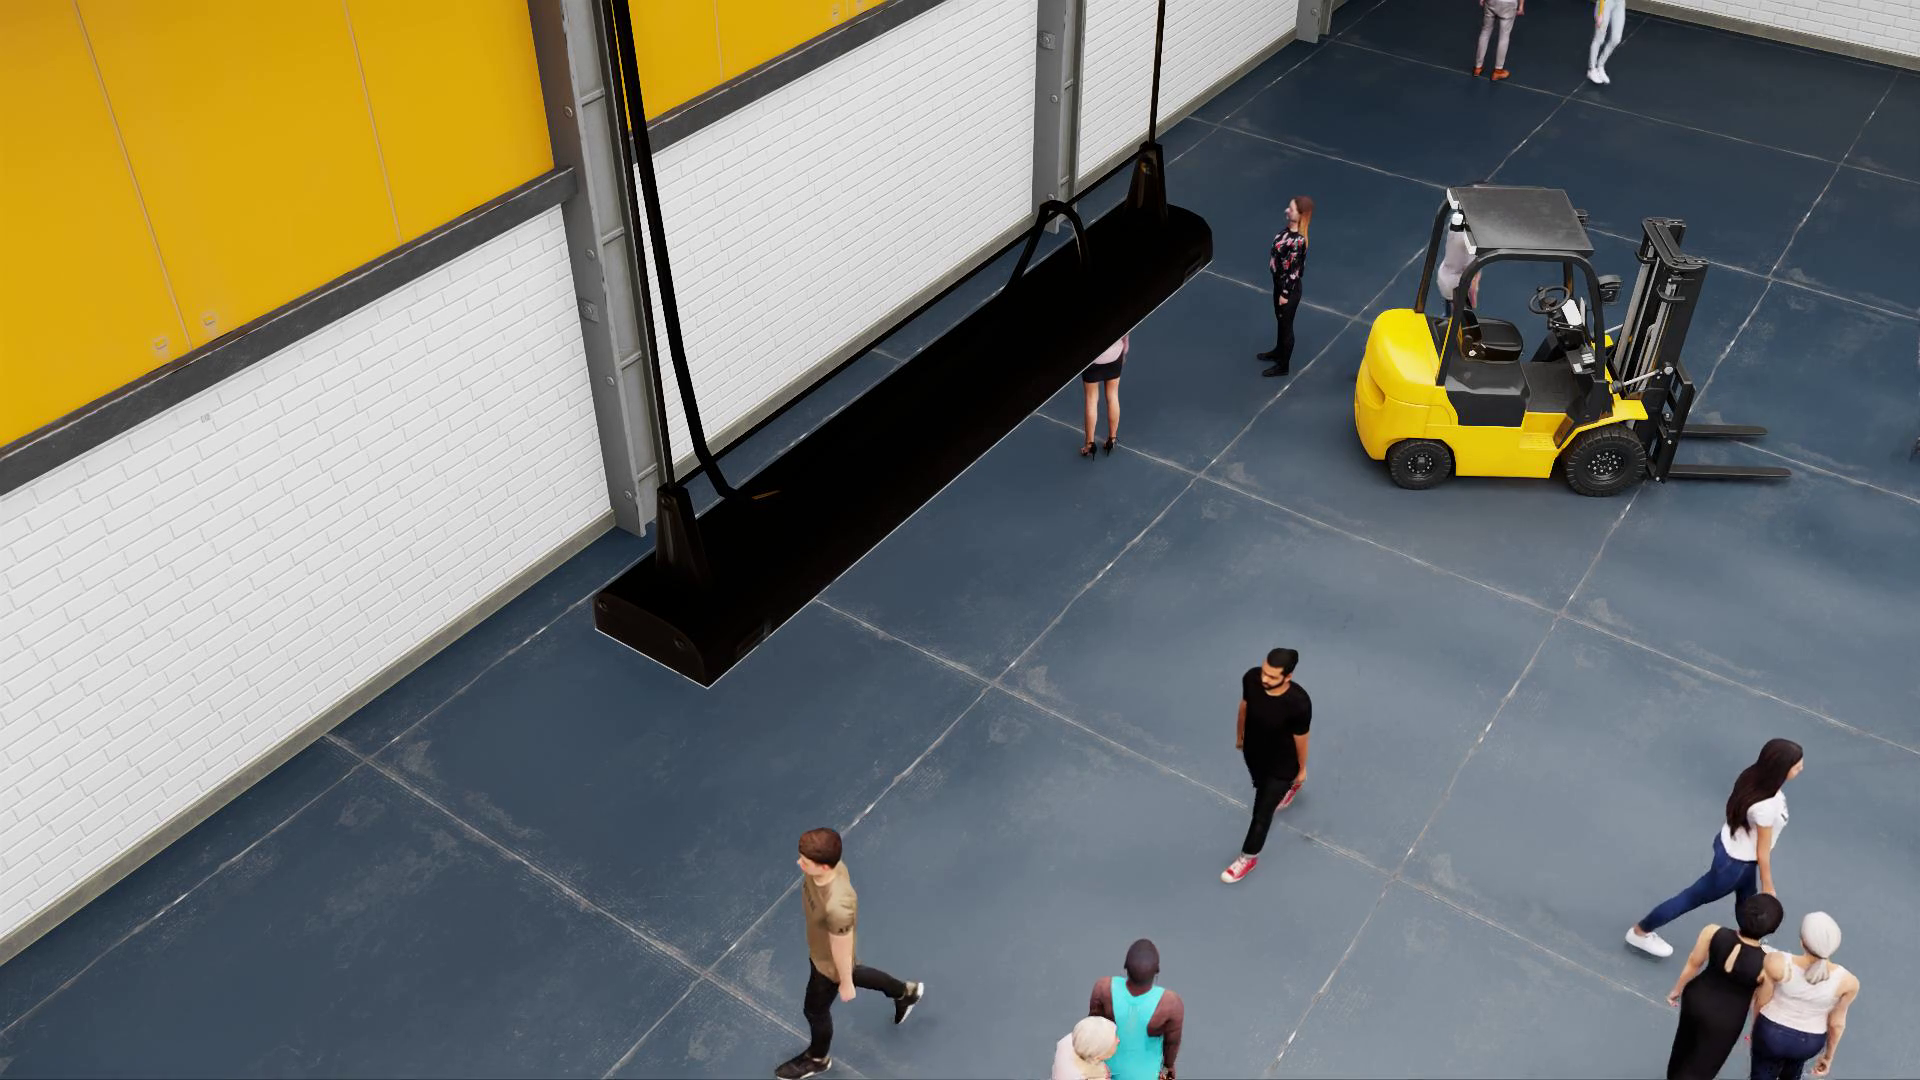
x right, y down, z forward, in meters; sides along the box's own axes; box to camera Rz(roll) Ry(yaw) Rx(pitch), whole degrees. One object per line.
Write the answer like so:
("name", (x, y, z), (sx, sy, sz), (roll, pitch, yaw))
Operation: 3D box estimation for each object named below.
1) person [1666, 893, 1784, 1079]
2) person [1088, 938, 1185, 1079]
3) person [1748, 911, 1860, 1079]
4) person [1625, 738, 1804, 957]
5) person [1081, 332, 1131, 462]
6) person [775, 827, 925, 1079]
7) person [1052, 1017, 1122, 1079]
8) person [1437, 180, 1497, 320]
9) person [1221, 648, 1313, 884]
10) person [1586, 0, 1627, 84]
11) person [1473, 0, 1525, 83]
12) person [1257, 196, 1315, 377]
("person", (3.835, 2.469, 8.537), (0.984, 1.577, 0.754), (-25, 45, -28))
("person", (0.798, 2.633, 8.151), (0.753, 1.802, 0.805), (9, 39, 11))
("person", (4.113, 2.578, 8.326), (0.795, 1.670, 1.062), (14, 41, 17))
("person", (4.210, 1.782, 9.281), (0.844, 1.721, 1.123), (15, 41, 18))
("person", (1.134, -1.428, 13.229), (0.680, 1.811, 0.752), (-8, 39, -10))
("person", (-0.590, 2.142, 8.743), (1.226, 1.830, 1.078), (-12, 40, -15))
("person", (0.485, 2.836, 7.995), (0.875, 1.679, 0.815), (-6, 39, -8))
("person", (4.155, -2.197, 14.140), (0.904, 1.875, 0.837), (-4, 39, -5))
("person", (1.919, 1.240, 9.962), (1.207, 1.719, 0.801), (-30, 48, -32))
("person", (7.440, -6.157, 19.208), (0.677, 1.739, 0.751), (-11, 40, -13))
("person", (6.265, -6.247, 19.247), (0.706, 1.831, 0.573), (28, 46, 30))
("person", (2.819, -2.194, 14.291), (0.707, 1.682, 0.613), (0, 39, 0))
